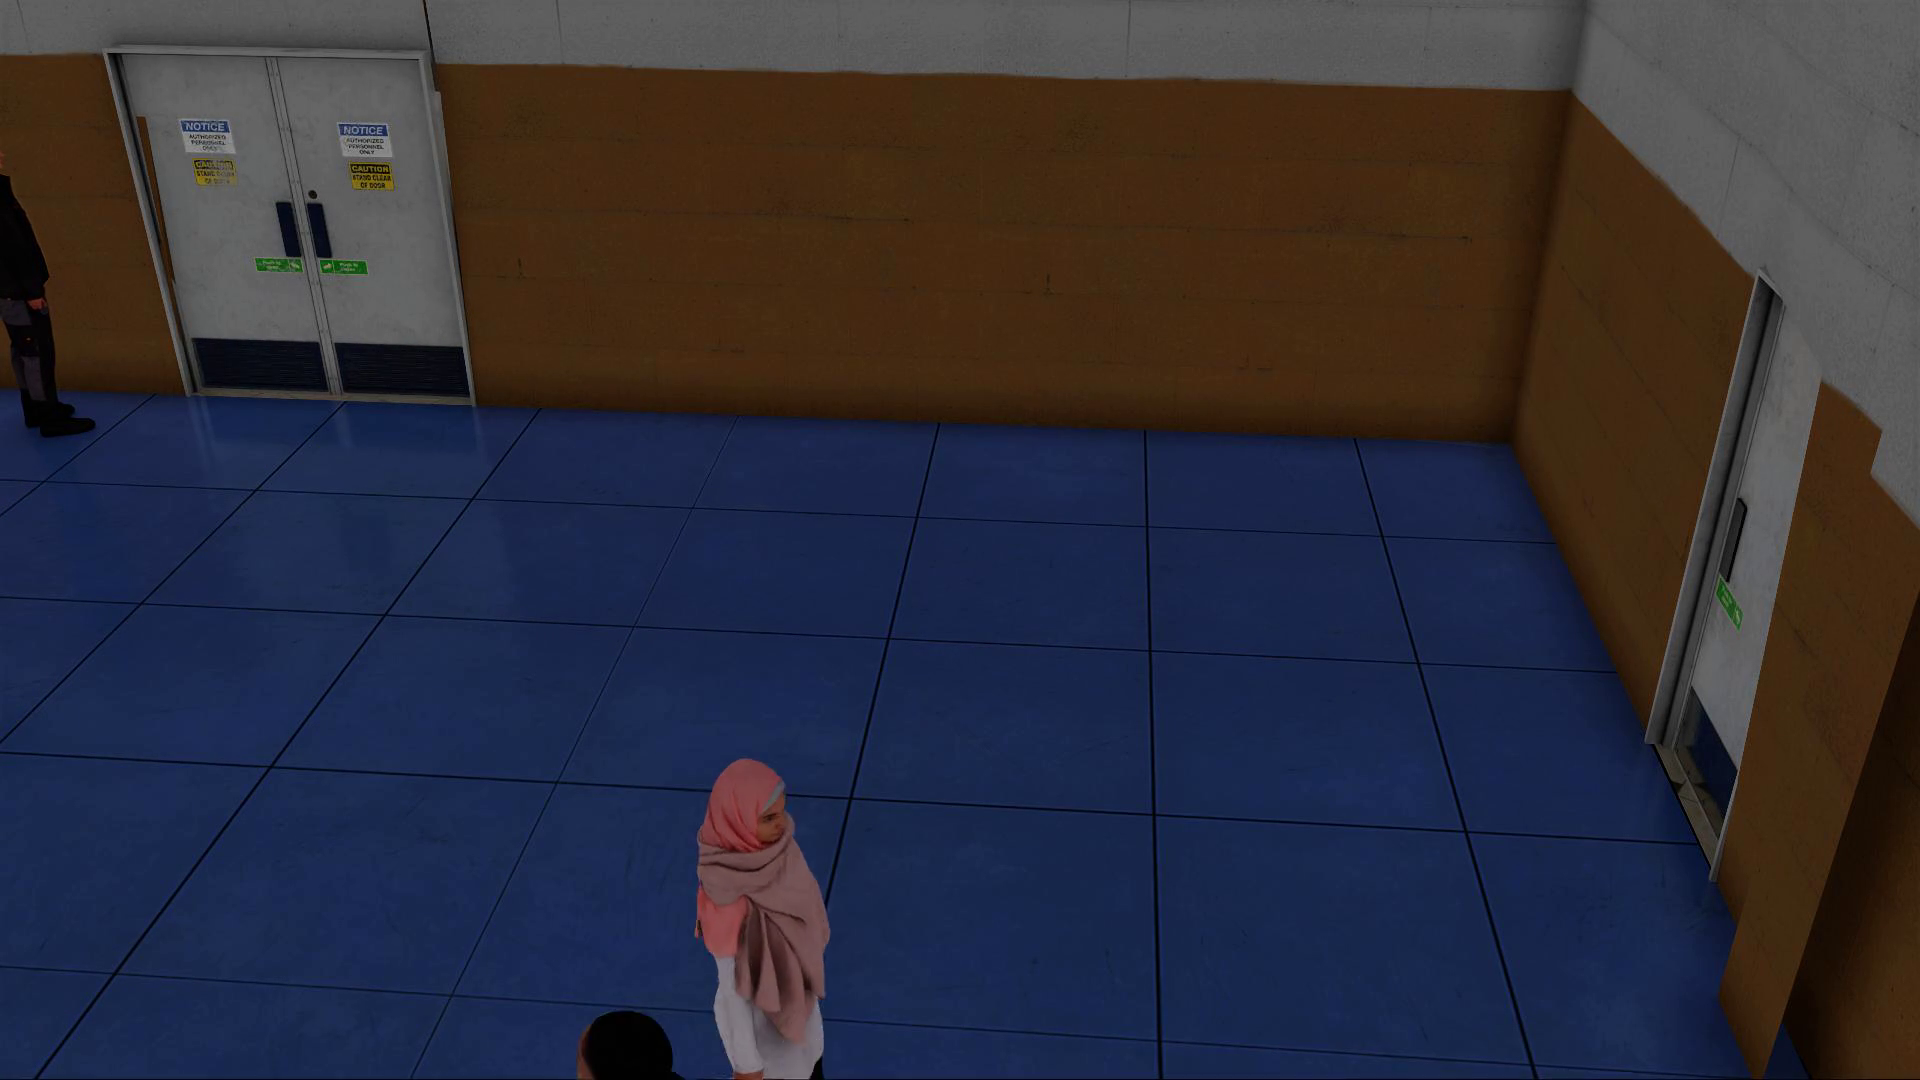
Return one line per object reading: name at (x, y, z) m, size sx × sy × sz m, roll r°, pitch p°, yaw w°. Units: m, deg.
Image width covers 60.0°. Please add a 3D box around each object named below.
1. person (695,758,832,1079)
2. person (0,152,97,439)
person at (-0.662, 1.407, 4.985) m, size 0.838 × 1.792 × 0.914 m, roll 7°, pitch 29°, yaw 13°
person at (-5.867, -1.591, 10.315) m, size 0.829 × 1.946 × 0.789 m, roll -25°, pitch 37°, yaw -38°
